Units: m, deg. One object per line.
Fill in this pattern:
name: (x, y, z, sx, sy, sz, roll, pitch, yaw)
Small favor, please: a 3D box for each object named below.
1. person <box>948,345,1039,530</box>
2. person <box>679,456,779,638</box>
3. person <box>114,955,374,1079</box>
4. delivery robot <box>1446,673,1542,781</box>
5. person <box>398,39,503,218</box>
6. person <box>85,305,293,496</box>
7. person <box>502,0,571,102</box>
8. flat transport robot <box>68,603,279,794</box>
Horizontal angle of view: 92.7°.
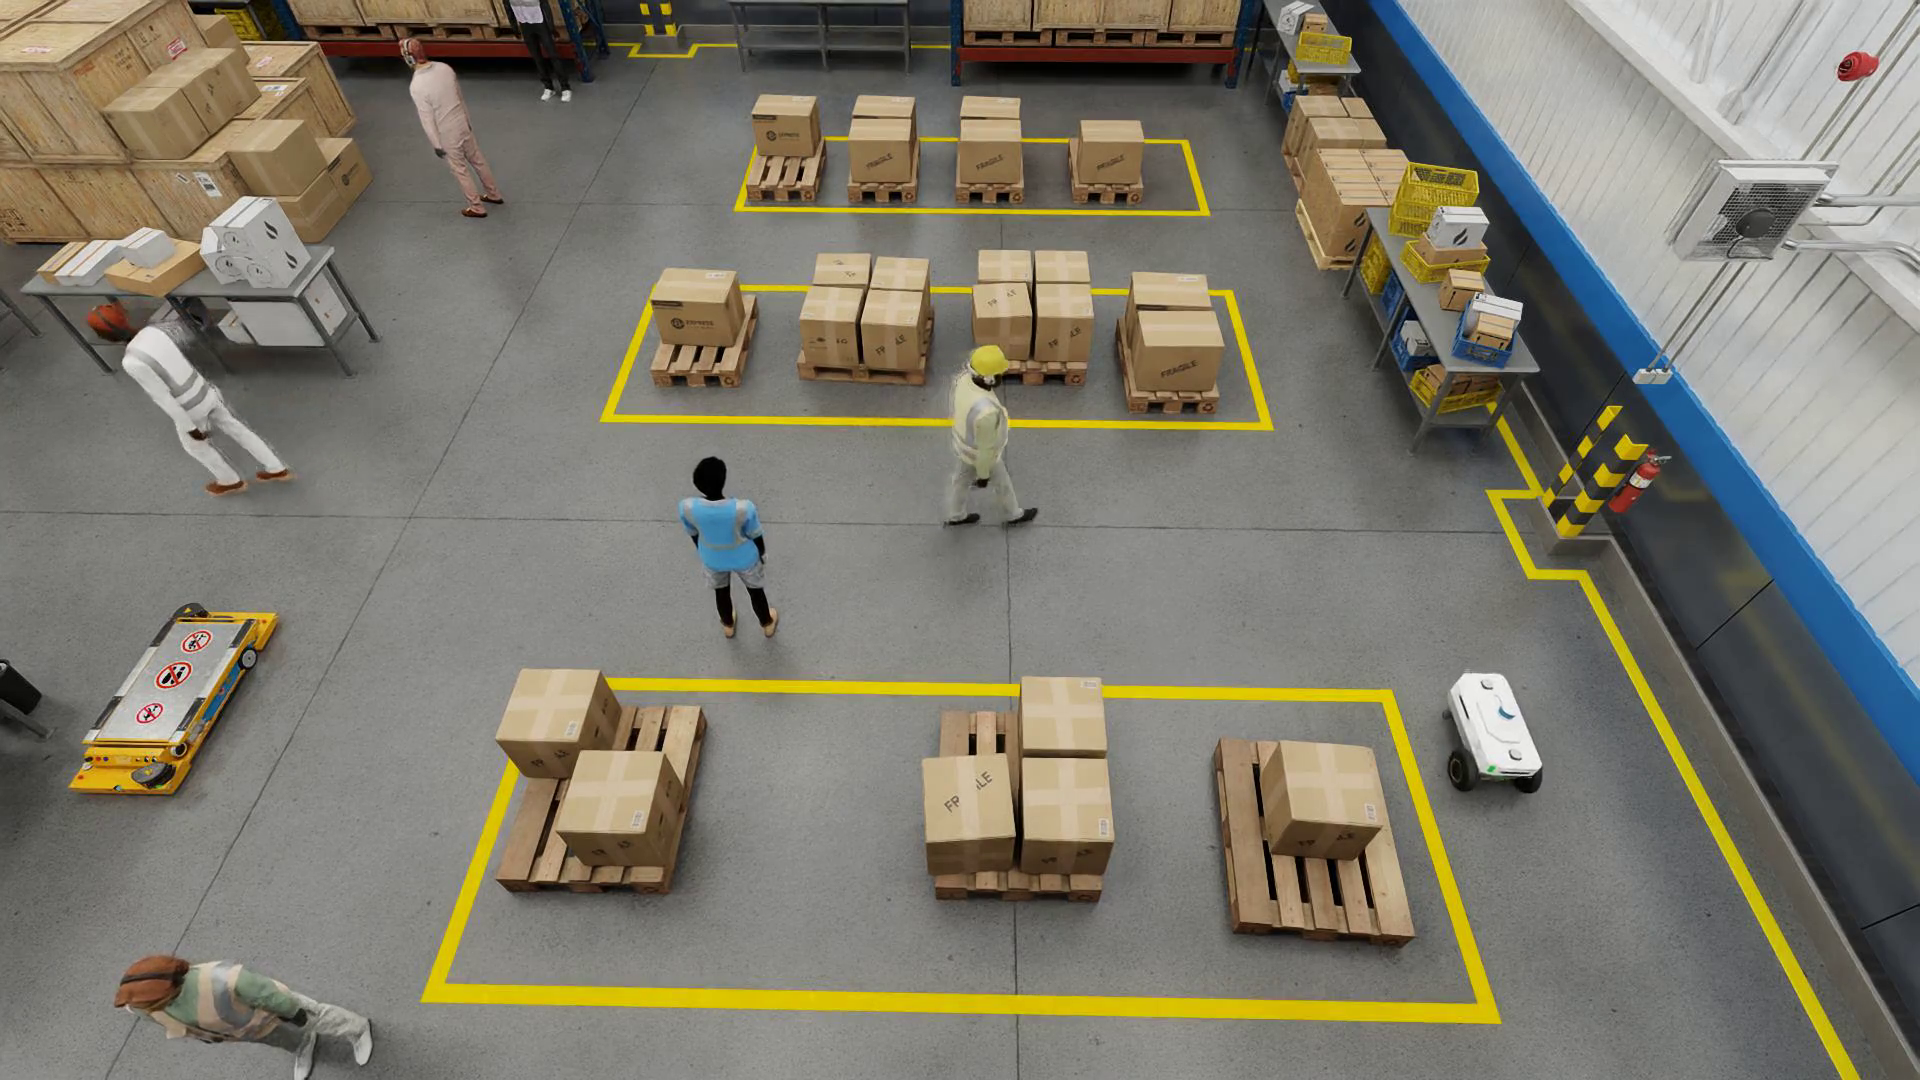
person: (0.273, -0.750, 6.986, 0.838, 1.796, 0.619, -16, 52, -13)
person: (-1.581, 0.096, 6.347, 0.531, 1.690, 0.323, 0, 50, 0)
person: (-3.480, 2.333, 4.491, 0.510, 1.630, 0.317, -11, 51, -9)
delivery robot: (3.531, 1.231, 6.063, 0.477, 0.478, 0.707, 1, 50, 1)
person: (-5.645, -4.516, 10.116, 0.400, 1.900, 0.647, 12, 51, 10)
person: (-6.100, -1.061, 7.204, 0.713, 1.862, 0.618, -5, 50, -4)
person: (-5.608, -6.780, 12.025, 0.595, 1.908, 0.411, 1, 50, 1)
flat transport robot: (-5.504, 1.072, 6.442, 0.652, 0.197, 1.431, 1, 50, 1)
